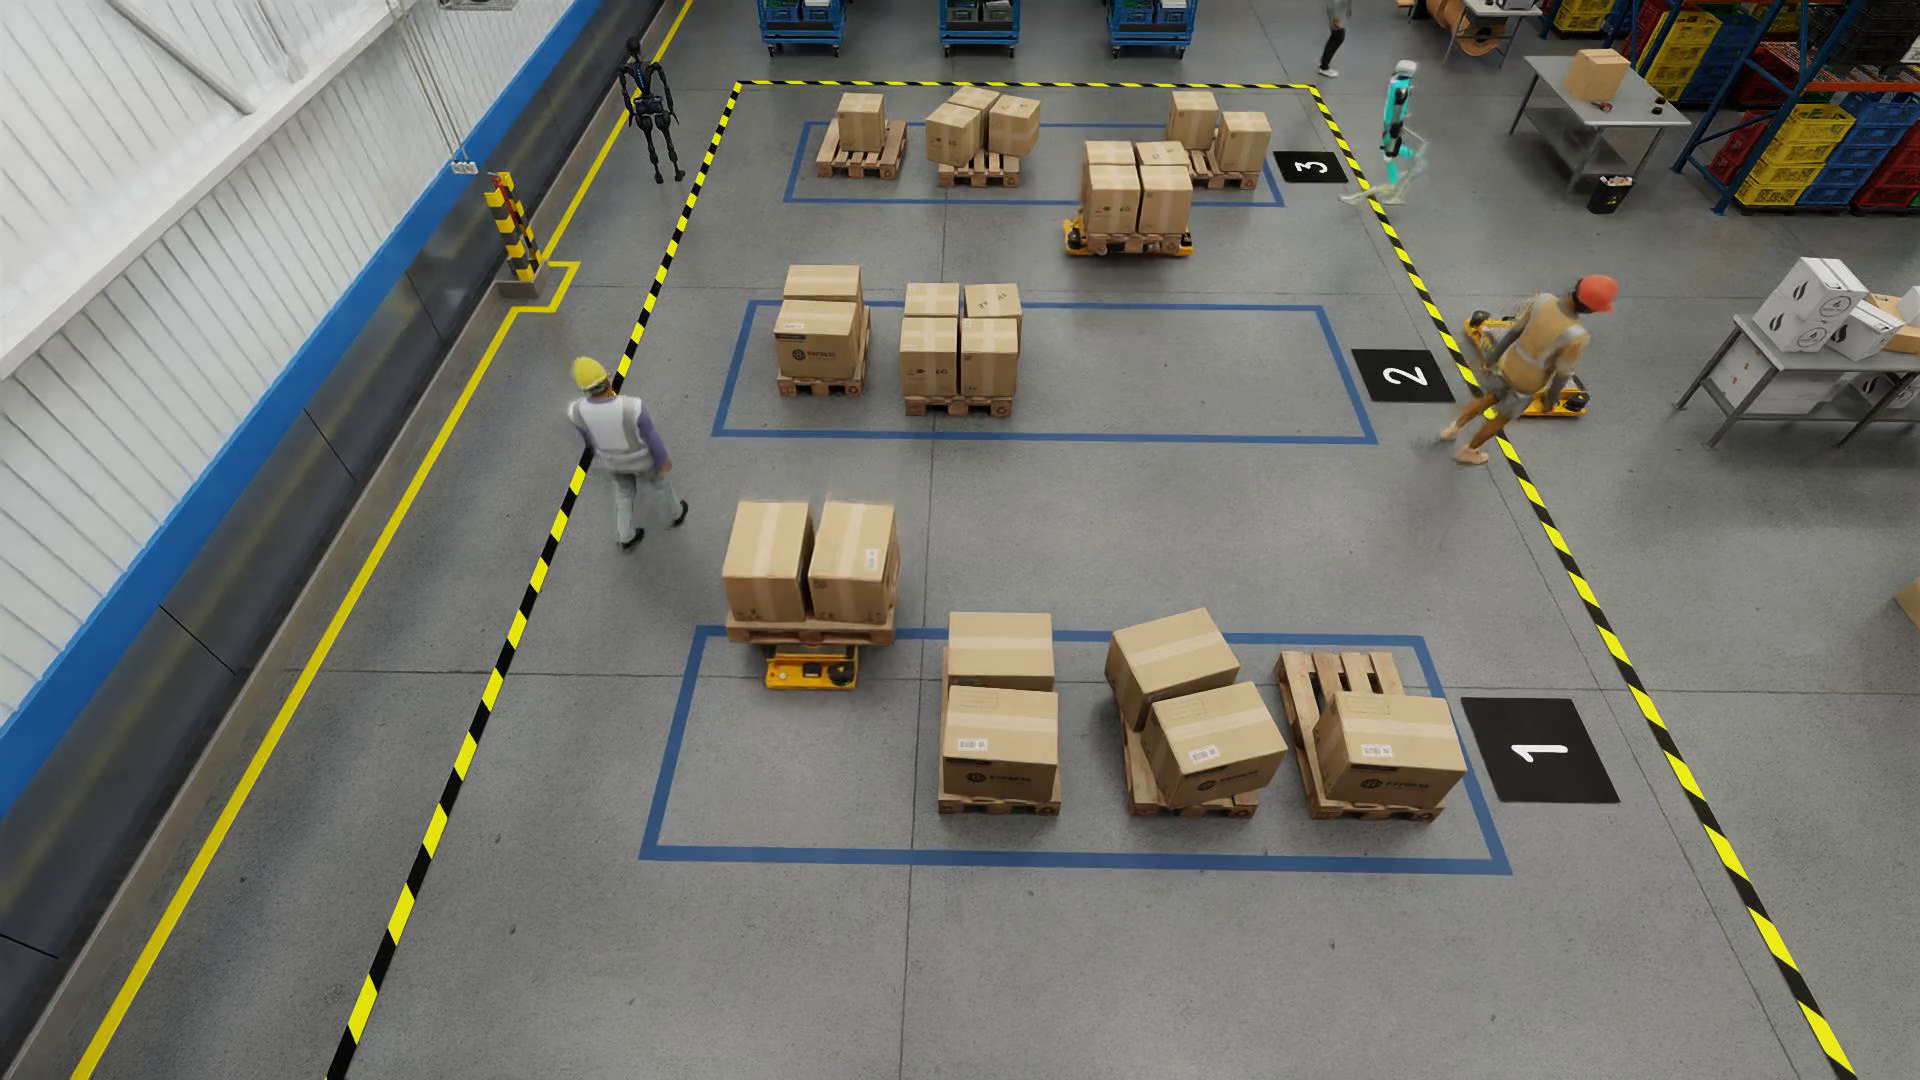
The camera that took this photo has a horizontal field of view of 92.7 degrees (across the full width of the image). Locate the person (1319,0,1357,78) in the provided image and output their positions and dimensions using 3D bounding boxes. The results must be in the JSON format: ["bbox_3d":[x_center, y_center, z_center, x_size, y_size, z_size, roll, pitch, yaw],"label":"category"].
[{"bbox_3d":[5.459,-7.535,13.037,0.595,1.817,0.486,-36,58,-27],"label":"person"}]

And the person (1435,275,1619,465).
[{"bbox_3d":[4.666,-1.353,7.564,0.506,1.994,0.661,-11,50,-9],"label":"person"}]

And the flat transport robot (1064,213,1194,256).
[{"bbox_3d":[1.943,-3.557,10.594,1.431,0.197,0.652,1,49,1],"label":"flat transport robot"}]

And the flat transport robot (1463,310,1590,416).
[{"bbox_3d":[5.573,-1.757,9.054,0.659,0.231,1.431,1,49,1],"label":"flat transport robot"}]

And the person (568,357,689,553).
[{"bbox_3d":[-2.561,-0.656,7.108,0.631,1.794,0.592,3,49,3],"label":"person"}]

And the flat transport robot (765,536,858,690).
[{"bbox_3d":[-1.080,0.497,7.085,0.652,0.197,1.431,1,49,1],"label":"flat transport robot"}]

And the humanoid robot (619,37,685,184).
[{"bbox_3d":[-3.737,-5.169,11.066,0.599,1.657,0.315,-7,50,-6],"label":"humanoid robot"}]

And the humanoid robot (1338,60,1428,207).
[{"bbox_3d":[5.091,-4.550,10.517,1.027,1.734,0.535,9,50,7],"label":"humanoid robot"}]
